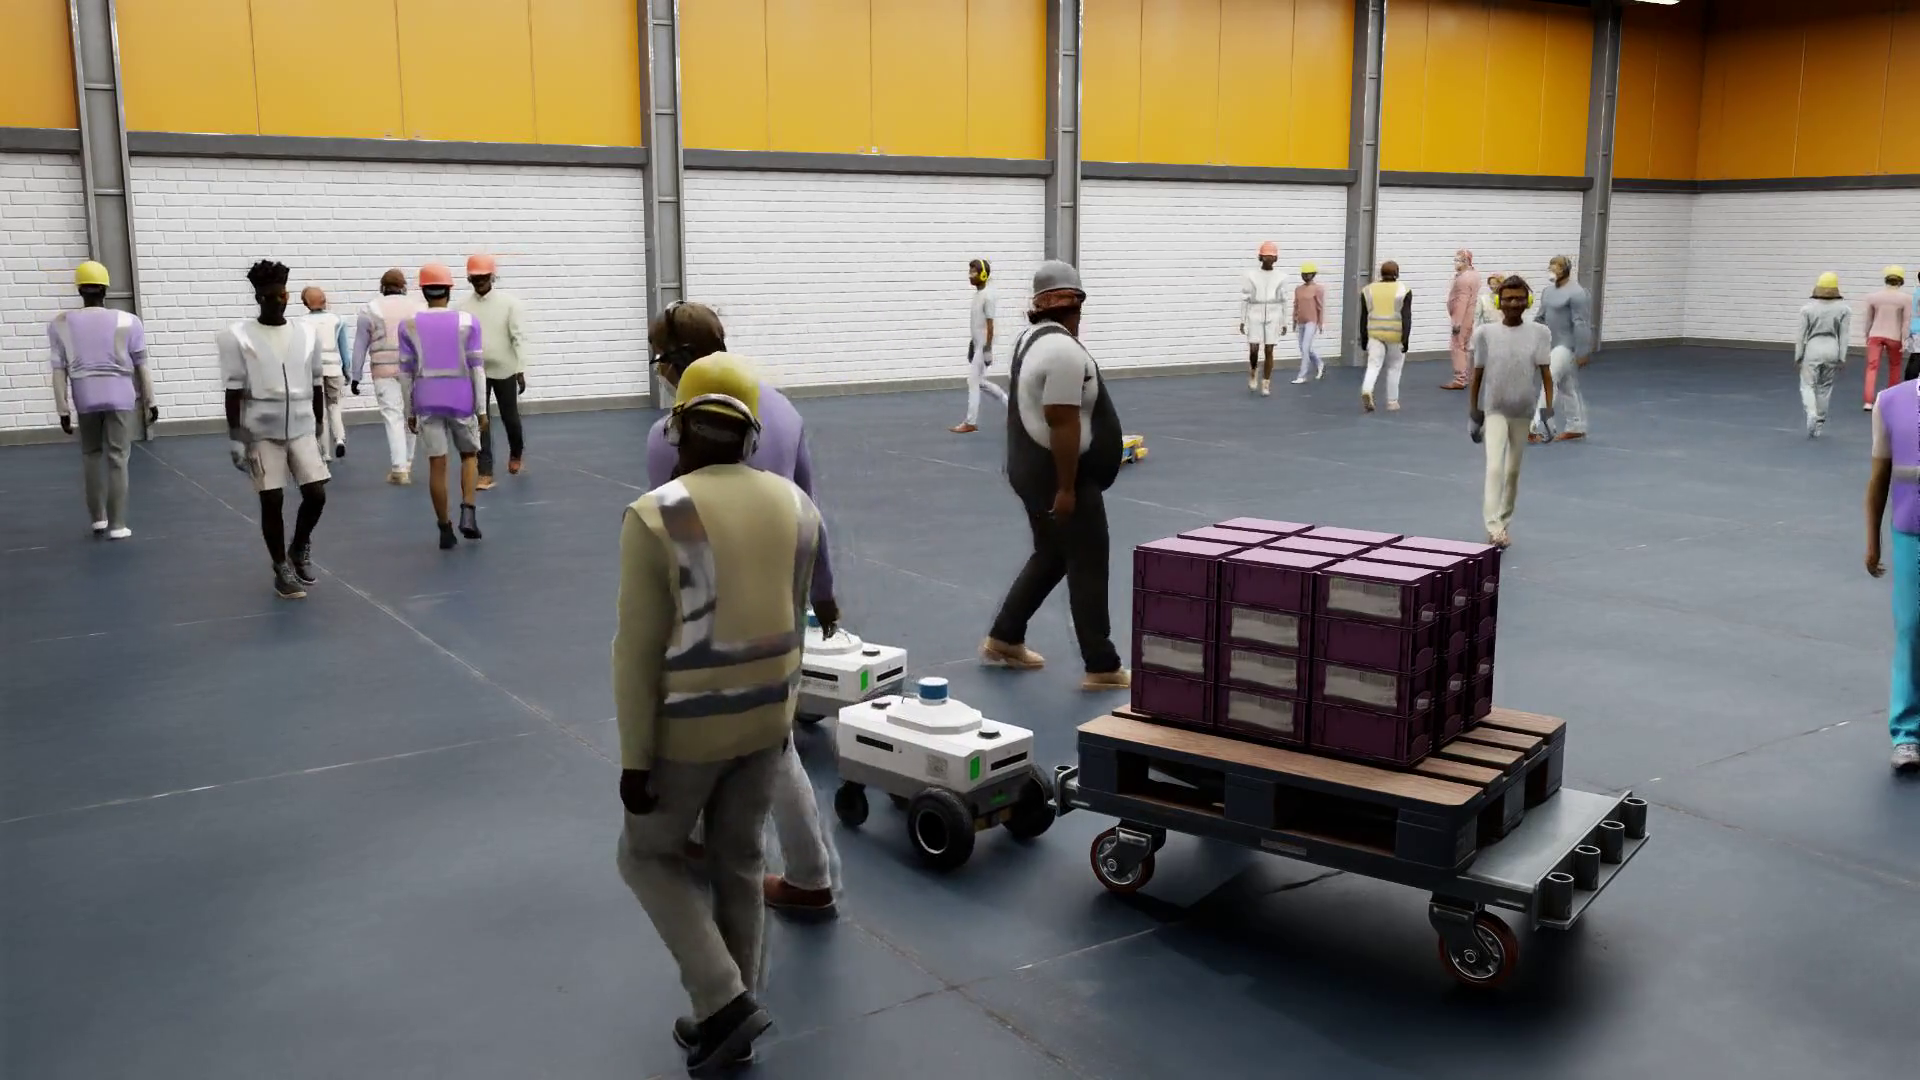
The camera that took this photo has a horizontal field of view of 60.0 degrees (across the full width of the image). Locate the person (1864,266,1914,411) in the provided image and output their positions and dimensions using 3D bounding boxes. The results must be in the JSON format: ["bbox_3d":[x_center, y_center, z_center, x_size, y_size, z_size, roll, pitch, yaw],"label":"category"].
[{"bbox_3d":[11.146,-2.414,19.975,0.541,1.727,0.897,9,14,42],"label":"person"}]

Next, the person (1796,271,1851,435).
[{"bbox_3d":[8.950,-1.920,17.270,0.490,1.726,0.636,3,11,18],"label":"person"}]

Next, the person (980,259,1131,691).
[{"bbox_3d":[0.452,-0.350,7.790,0.686,2.000,0.723,-2,10,-10],"label":"person"}]

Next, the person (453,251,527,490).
[{"bbox_3d":[-3.908,-1.433,13.945,0.616,1.971,0.859,0,10,0],"label":"person"}]

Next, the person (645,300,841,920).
[{"bbox_3d":[-0.754,0.218,5.128,0.916,1.875,0.699,6,12,28],"label":"person"}]

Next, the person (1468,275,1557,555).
[{"bbox_3d":[3.621,-0.804,10.894,0.516,1.825,0.958,1,10,8],"label":"person"}]

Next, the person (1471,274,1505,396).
[{"bbox_3d":[6.804,-2.586,21.257,0.519,1.598,0.842,9,14,40],"label":"person"}]

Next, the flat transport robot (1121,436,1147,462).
[{"bbox_3d":[1.184,-0.804,15.135,0.652,0.197,1.431,4,11,23],"label":"flat transport robot"}]

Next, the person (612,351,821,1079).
[{"bbox_3d":[-0.598,0.444,4.088,0.442,1.807,0.599,10,14,43],"label":"person"}]

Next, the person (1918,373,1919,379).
[{"bbox_3d":[13.394,-3.004,22.803,0.992,1.883,0.601,-2,10,-9],"label":"person"}]

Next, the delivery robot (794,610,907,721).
[{"bbox_3d":[-0.571,0.529,6.794,0.707,0.478,0.477,6,12,31],"label":"delivery robot"}]

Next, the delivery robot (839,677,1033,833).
[{"bbox_3d":[-0.092,0.719,5.750,0.707,0.478,0.477,10,14,42],"label":"delivery robot"}]

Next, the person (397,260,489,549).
[{"bbox_3d":[-3.454,-0.895,11.137,0.550,1.916,0.467,-2,11,-13],"label":"person"}]

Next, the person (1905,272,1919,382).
[{"bbox_3d":[12.509,-2.701,21.622,0.315,1.696,0.541,3,11,16],"label":"person"}]

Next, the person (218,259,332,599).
[{"bbox_3d":[-3.899,-0.618,9.533,0.613,1.934,0.415,-9,13,-39],"label":"person"}]

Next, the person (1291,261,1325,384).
[{"bbox_3d":[5.009,-3.111,23.751,0.746,1.744,0.530,-8,13,-36],"label":"person"}]

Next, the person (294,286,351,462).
[{"bbox_3d":[-5.911,-1.529,15.369,0.543,1.623,0.369,-9,14,-41],"label":"person"}]

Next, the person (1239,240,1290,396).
[{"bbox_3d":[3.981,-2.888,21.738,0.640,2.030,0.437,1,10,5],"label":"person"}]

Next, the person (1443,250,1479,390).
[{"bbox_3d":[6.843,-2.997,22.721,0.405,1.895,0.706,6,12,28],"label":"person"}]

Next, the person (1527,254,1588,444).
[{"bbox_3d":[5.932,-1.908,16.744,0.983,1.894,0.656,-2,10,-8],"label":"person"}]

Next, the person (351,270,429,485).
[{"bbox_3d":[-4.835,-1.399,14.226,0.712,1.784,0.919,-7,12,-33],"label":"person"}]

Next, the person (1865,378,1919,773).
[{"bbox_3d":[3.916,-0.010,6.608,0.591,1.793,0.968,5,12,27],"label":"person"}]

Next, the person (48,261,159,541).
[{"bbox_3d":[-5.917,-0.967,11.552,0.600,1.906,0.705,-3,11,-15],"label":"person"}]

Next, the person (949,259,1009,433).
[{"bbox_3d":[0.272,-2.061,17.693,0.757,1.850,0.528,-2,11,-11],"label":"person"}]

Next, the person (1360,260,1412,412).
[{"bbox_3d":[5.034,-2.415,19.760,0.633,1.814,0.839,6,12,31],"label":"person"}]
